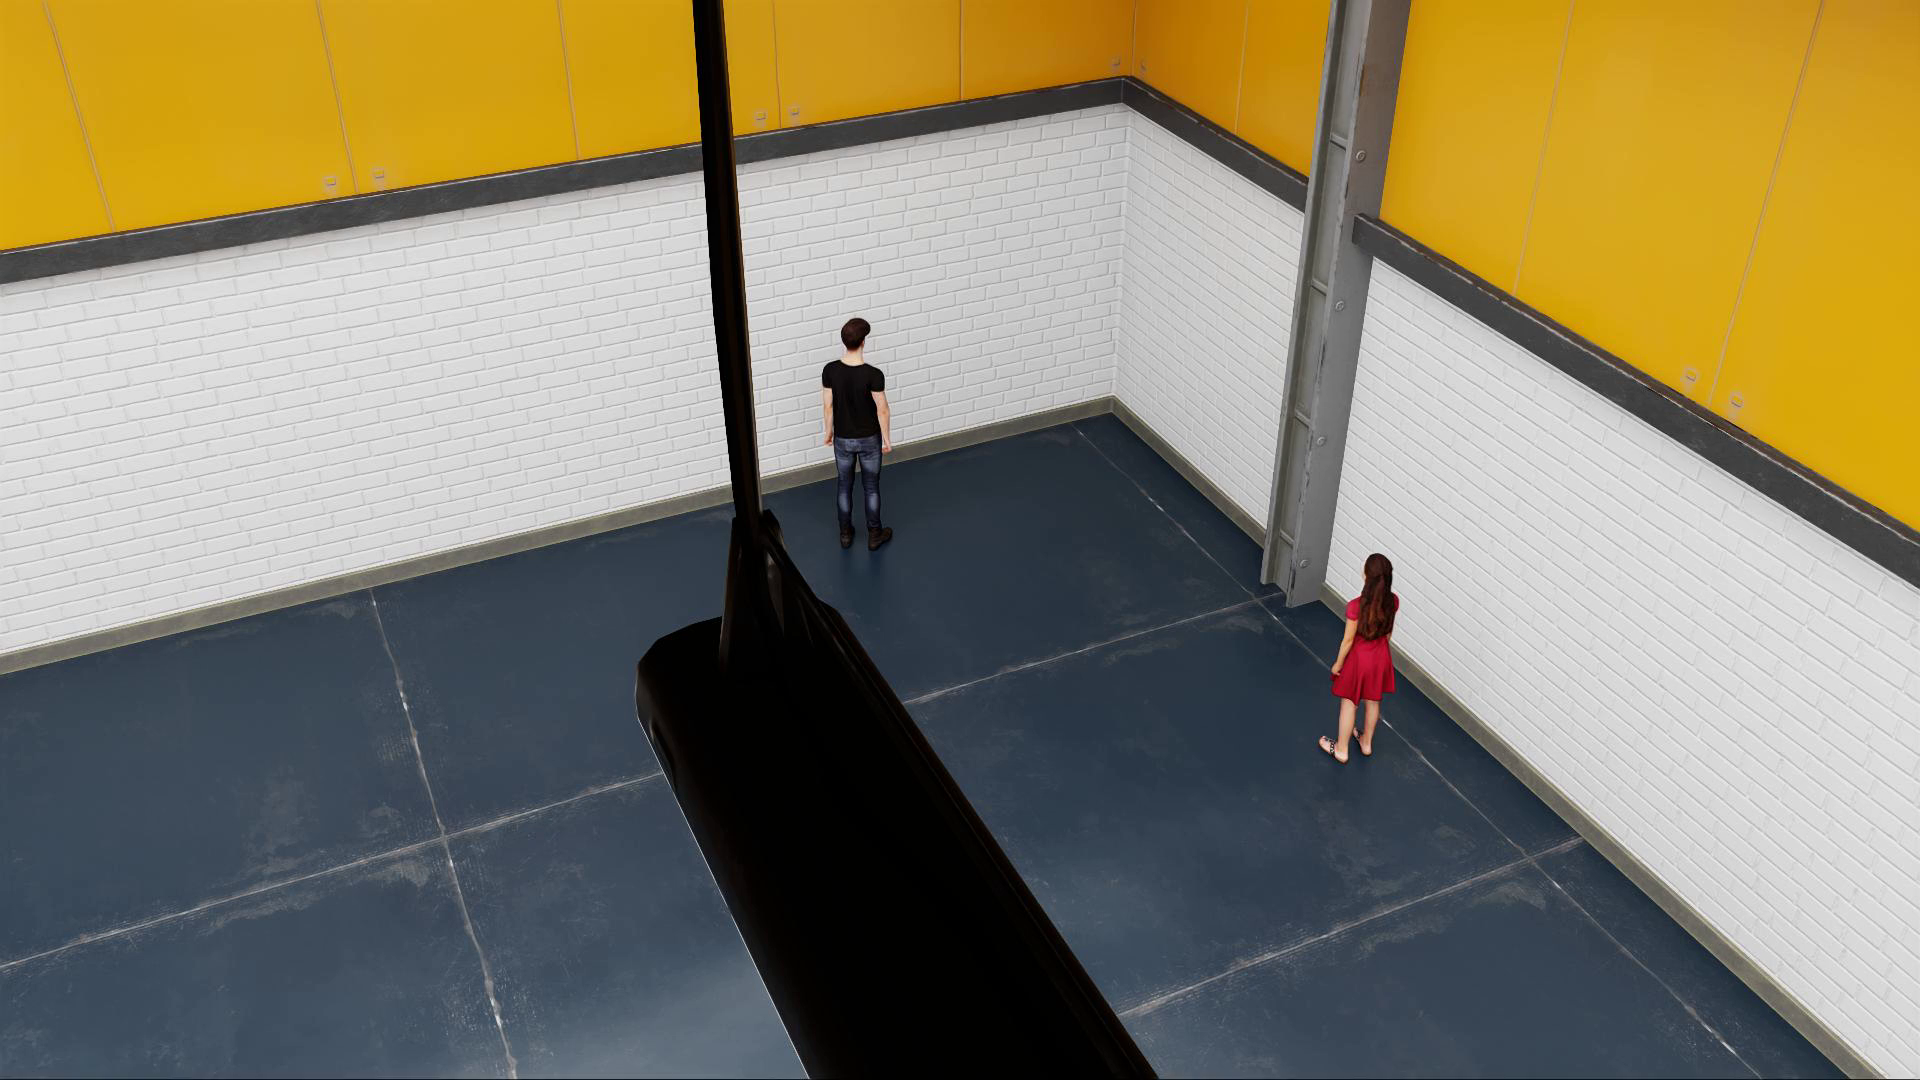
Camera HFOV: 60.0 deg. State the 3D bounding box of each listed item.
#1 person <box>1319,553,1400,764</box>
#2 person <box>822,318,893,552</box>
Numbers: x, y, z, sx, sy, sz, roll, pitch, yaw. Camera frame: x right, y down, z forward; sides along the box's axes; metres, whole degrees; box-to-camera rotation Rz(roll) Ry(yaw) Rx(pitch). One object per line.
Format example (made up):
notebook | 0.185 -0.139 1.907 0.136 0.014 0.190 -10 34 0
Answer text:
person | 2.581 0.748 10.603 0.550 1.553 0.610 -12 35 -17
person | -0.786 -0.786 12.603 0.757 1.895 0.777 7 34 10
